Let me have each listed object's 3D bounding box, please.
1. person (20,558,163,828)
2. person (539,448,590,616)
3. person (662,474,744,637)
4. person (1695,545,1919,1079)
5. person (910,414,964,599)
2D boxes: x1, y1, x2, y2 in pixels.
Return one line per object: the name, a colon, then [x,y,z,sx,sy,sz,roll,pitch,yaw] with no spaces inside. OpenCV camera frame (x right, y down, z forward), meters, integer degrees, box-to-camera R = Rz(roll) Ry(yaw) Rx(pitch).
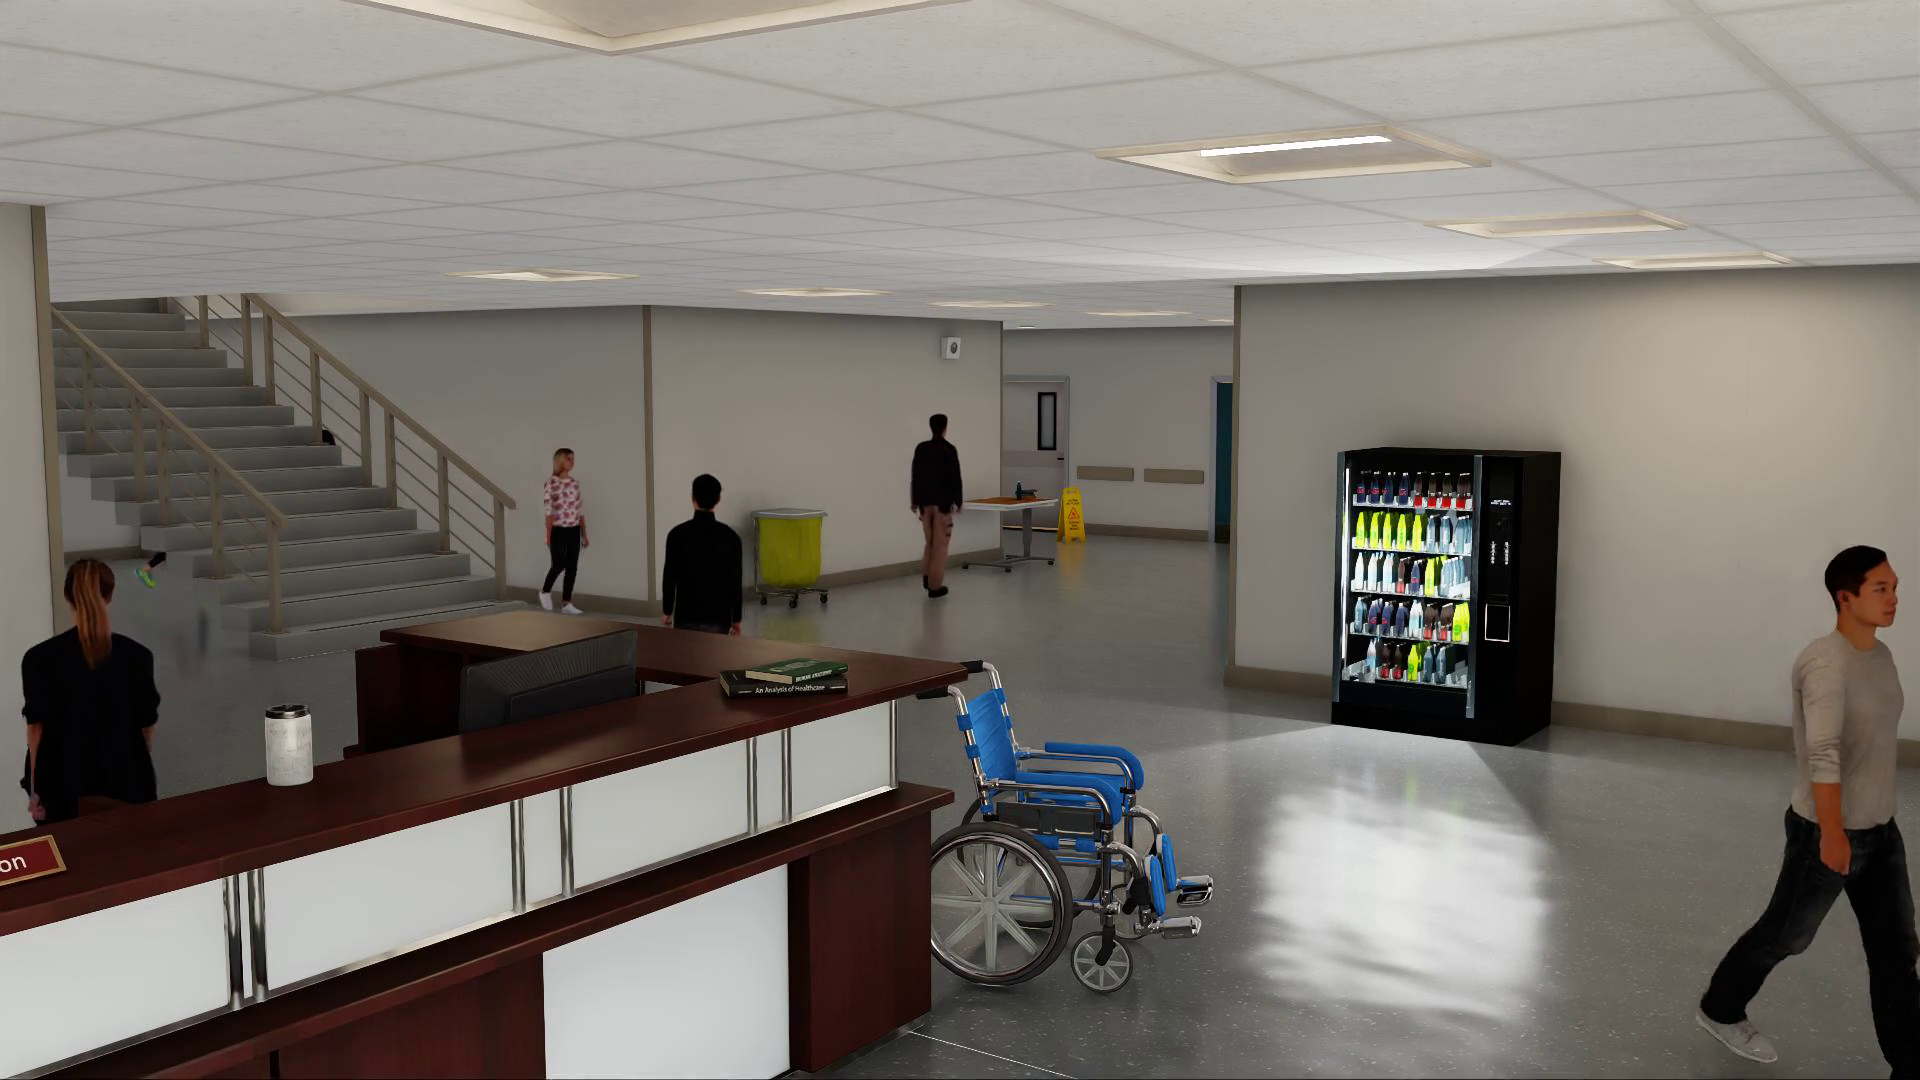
person: [-3.134,0.933,6.037,0.941,1.630,1.205,-4,7,-36]
person: [-3.891,-0.075,16.106,0.659,1.619,0.571,5,7,38]
person: [-1.595,0.462,10.360,0.988,1.701,1.174,-3,6,-25]
person: [2.773,0.924,5.435,0.923,1.769,1.234,-4,7,-38]
person: [-0.292,-0.350,17.349,0.617,1.917,0.804,3,7,28]
